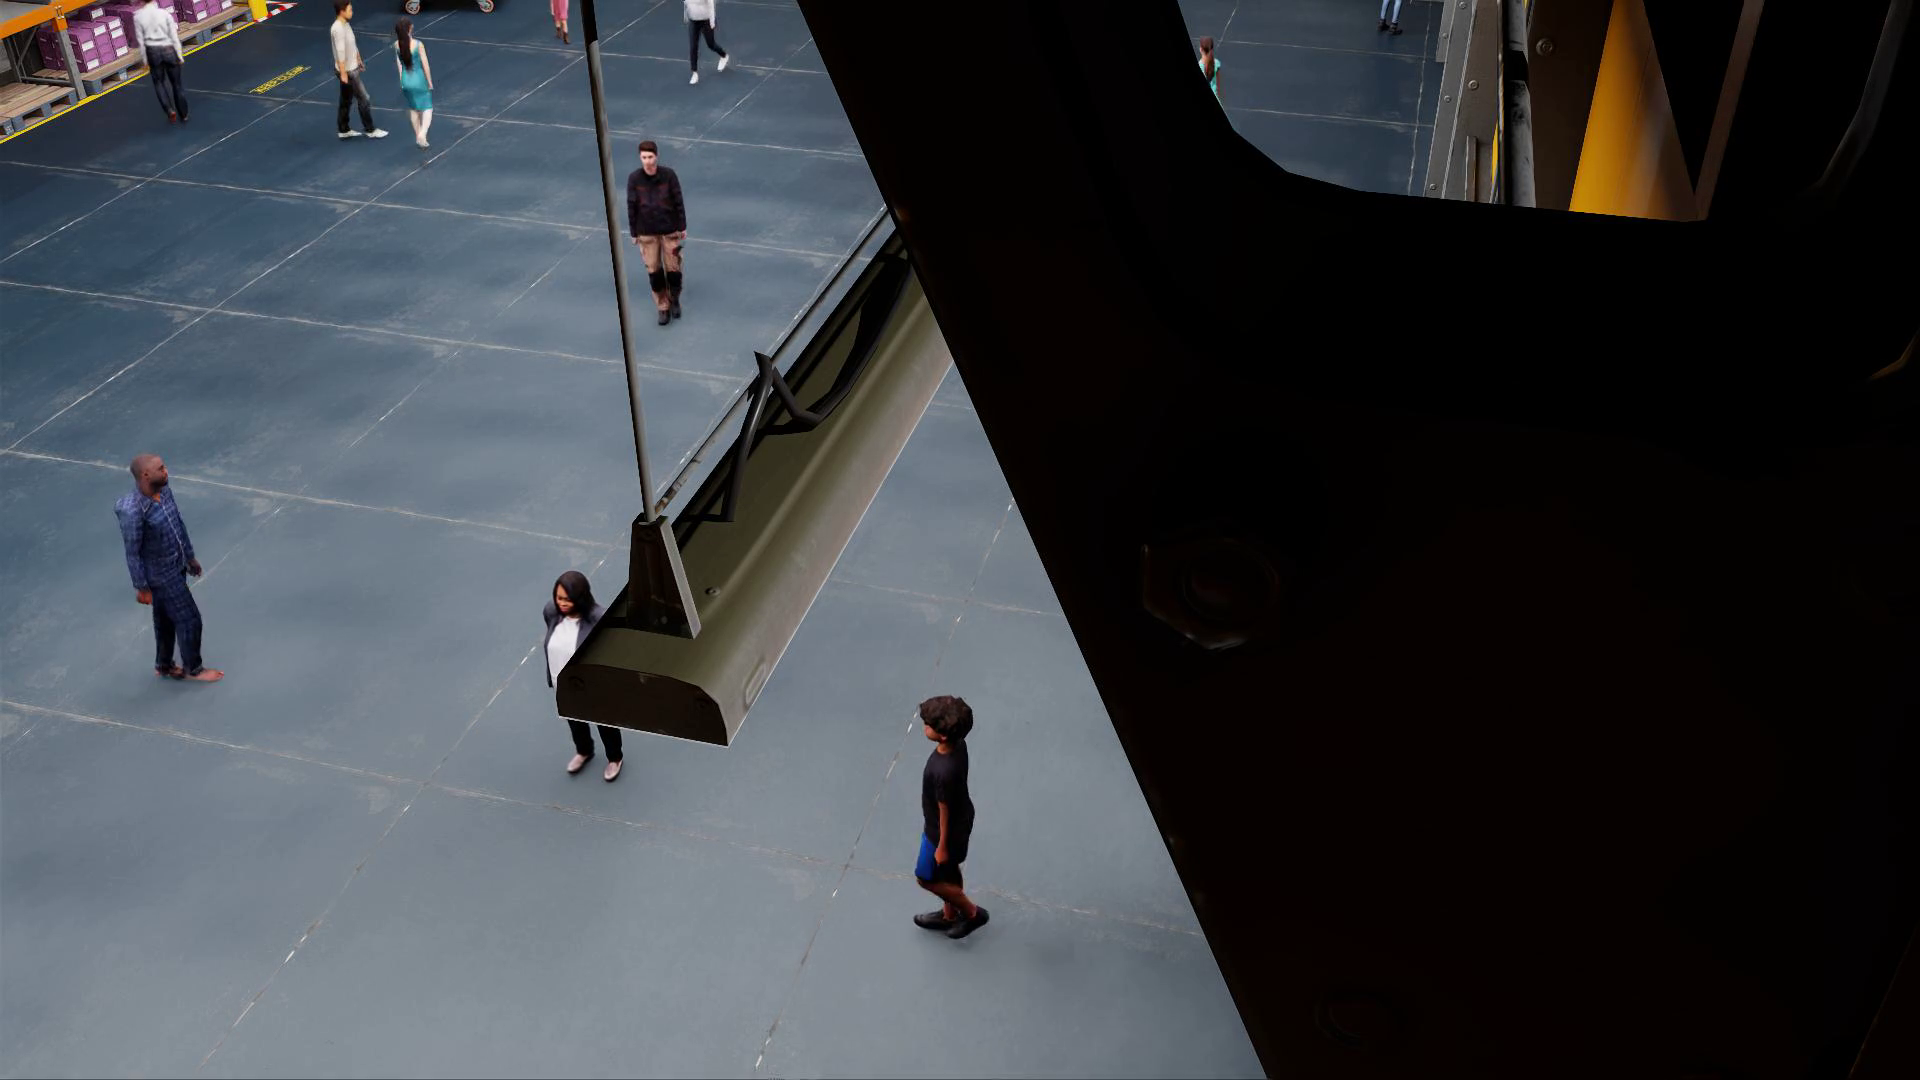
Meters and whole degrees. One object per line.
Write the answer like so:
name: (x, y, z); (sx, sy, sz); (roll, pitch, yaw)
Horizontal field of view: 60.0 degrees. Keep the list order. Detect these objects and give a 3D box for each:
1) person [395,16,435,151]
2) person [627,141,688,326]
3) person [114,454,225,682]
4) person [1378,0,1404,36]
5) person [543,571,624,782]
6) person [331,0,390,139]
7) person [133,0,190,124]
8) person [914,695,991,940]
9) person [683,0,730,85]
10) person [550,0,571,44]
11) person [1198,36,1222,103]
person: (-6.824, -5.648, 20.737); (0.659, 1.673, 0.728); (1, 34, 2)
person: (-3.017, -3.116, 16.707); (0.825, 1.916, 0.812); (-4, 34, -6)
person: (-5.702, 0.238, 11.777); (0.859, 1.788, 0.785); (5, 34, 8)
person: (6.584, -8.514, 25.007); (0.704, 1.719, 0.655); (-20, 39, -27)
person: (-2.479, 0.887, 10.974); (0.649, 1.595, 0.634); (9, 35, 13)
person: (-7.856, -5.949, 21.089); (1.024, 1.783, 0.979); (-11, 35, -17)
person: (-10.341, -6.264, 21.540); (0.962, 1.809, 1.070); (-12, 35, -17)
person: (0.007, 1.648, 9.652); (0.721, 1.792, 0.668); (4, 34, 6)
person: (-3.554, -7.250, 23.153); (0.733, 1.665, 1.106); (14, 36, 19)
person: (-5.977, -7.956, 24.803); (0.631, 1.014, 0.742); (-12, 35, -17)
person: (3.042, -5.375, 20.466); (0.976, 1.516, 1.112); (-13, 36, -19)
